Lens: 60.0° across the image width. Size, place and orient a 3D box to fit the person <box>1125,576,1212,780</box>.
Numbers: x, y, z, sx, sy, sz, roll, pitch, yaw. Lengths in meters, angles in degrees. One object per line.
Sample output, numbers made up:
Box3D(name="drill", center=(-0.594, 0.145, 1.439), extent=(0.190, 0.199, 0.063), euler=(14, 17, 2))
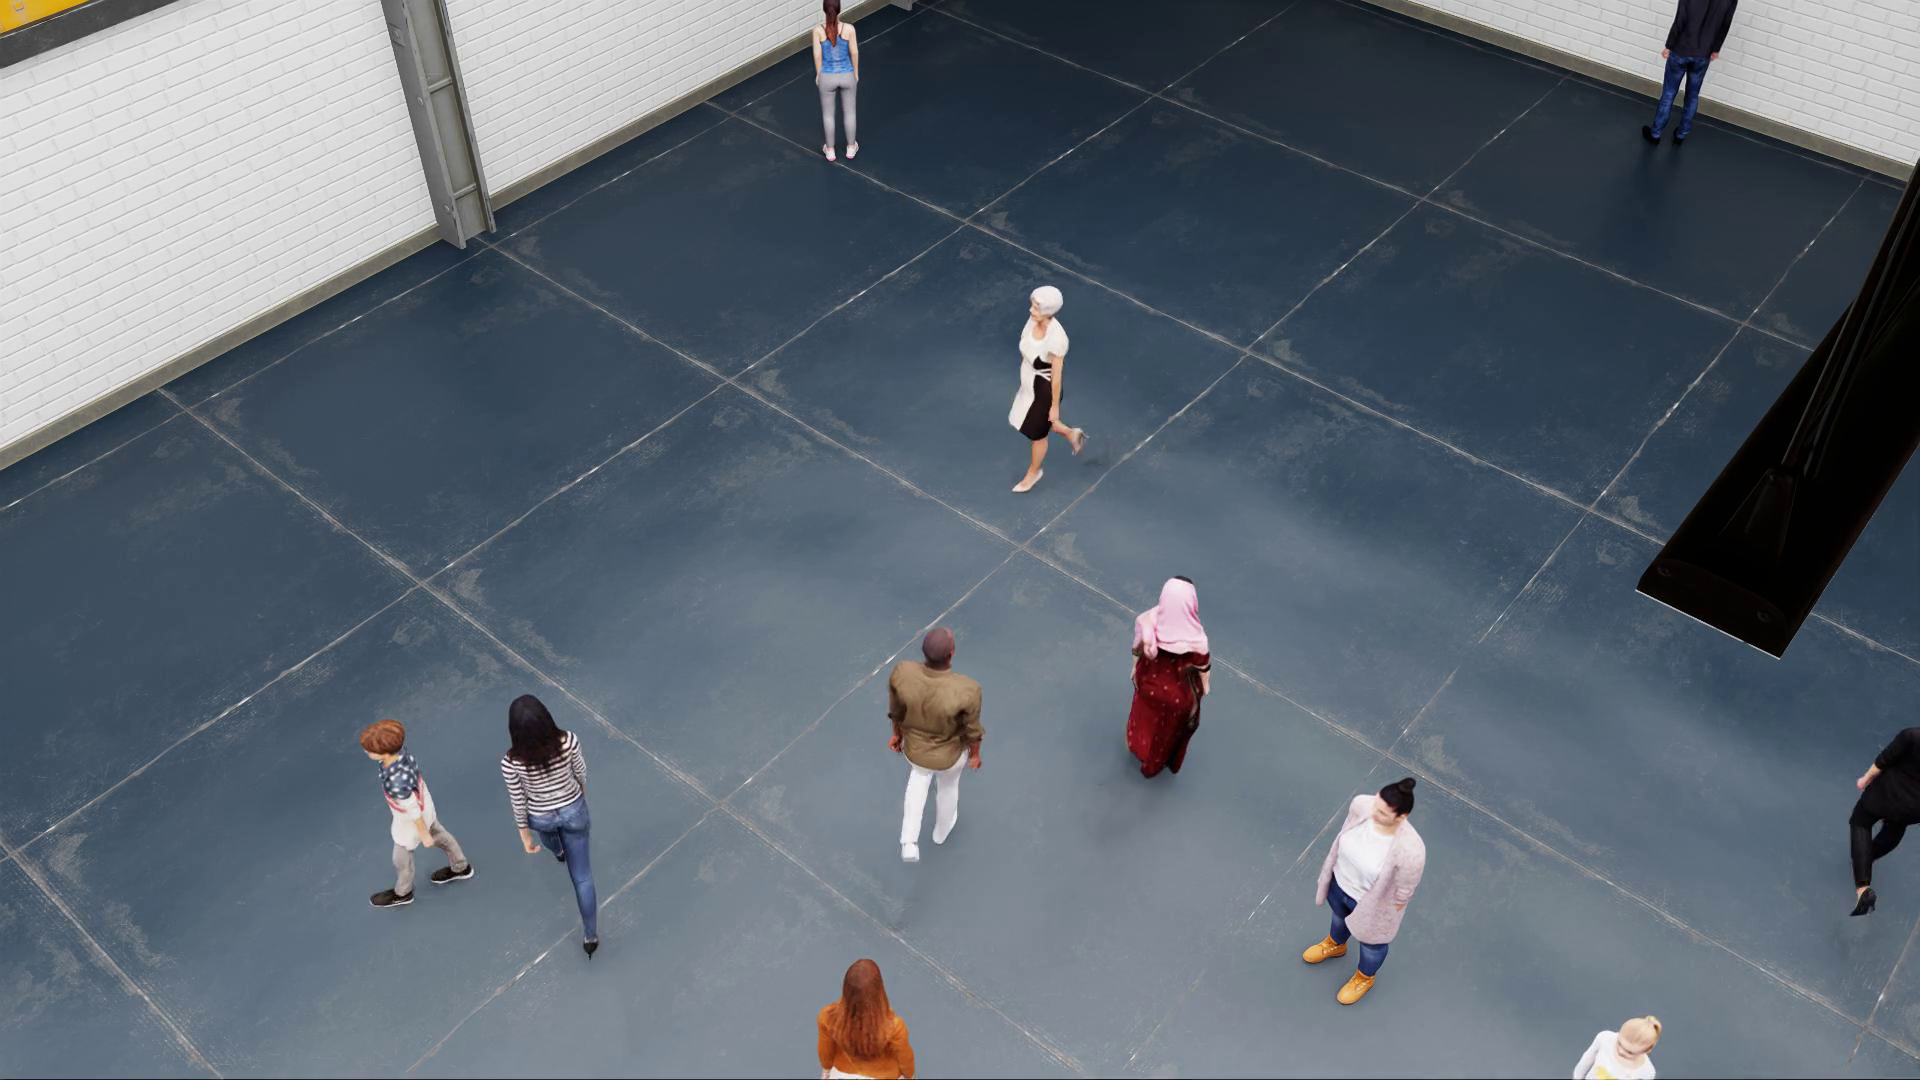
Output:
Box3D(name="person", center=(1.203, 0.885, 9.893), extent=(0.660, 1.625, 0.657), euler=(26, 50, 25))

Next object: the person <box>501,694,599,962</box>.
Box3D(name="person", center=(-2.166, 1.601, 9.069), extent=(1.168, 1.725, 1.014), euler=(-17, 46, -17))

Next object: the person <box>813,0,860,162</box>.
Box3D(name="person", center=(-1.134, -4.258, 15.302), extent=(0.655, 1.610, 0.722), euler=(-6, 44, -6))

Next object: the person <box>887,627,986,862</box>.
Box3D(name="person", center=(-0.168, 1.223, 9.409), extent=(0.891, 1.805, 0.982), euler=(13, 45, 14))

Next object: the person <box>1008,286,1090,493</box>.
Box3D(name="person", center=(0.662, -1.080, 11.872), extent=(0.986, 1.741, 0.839), euler=(-17, 46, -17))

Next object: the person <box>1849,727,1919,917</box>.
Box3D(name="person", center=(5.243, 1.488, 9.249), extent=(0.838, 1.642, 1.007), euler=(11, 45, 11))

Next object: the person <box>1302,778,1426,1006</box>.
Box3D(name="person", center=(2.176, 1.825, 8.821), extent=(0.757, 1.742, 0.777), euler=(-21, 47, -20))

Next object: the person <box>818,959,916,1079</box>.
Box3D(name="person", center=(-0.449, 2.598, 8.028), extent=(0.720, 1.717, 0.737), euler=(6, 44, 6))

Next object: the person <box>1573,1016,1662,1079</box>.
Box3D(name="person", center=(3.199, 2.728, 8.211), extent=(0.544, 1.277, 0.528), euler=(-30, 51, -28))

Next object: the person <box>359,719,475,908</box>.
Box3D(name="person", center=(-3.021, 1.517, 9.380), extent=(0.903, 1.419, 0.801), euler=(-10, 44, -10))

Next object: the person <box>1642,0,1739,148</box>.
Box3D(name="person", center=(6.774, -4.528, 15.383), extent=(0.760, 1.890, 0.778), euler=(3, 44, 4))
